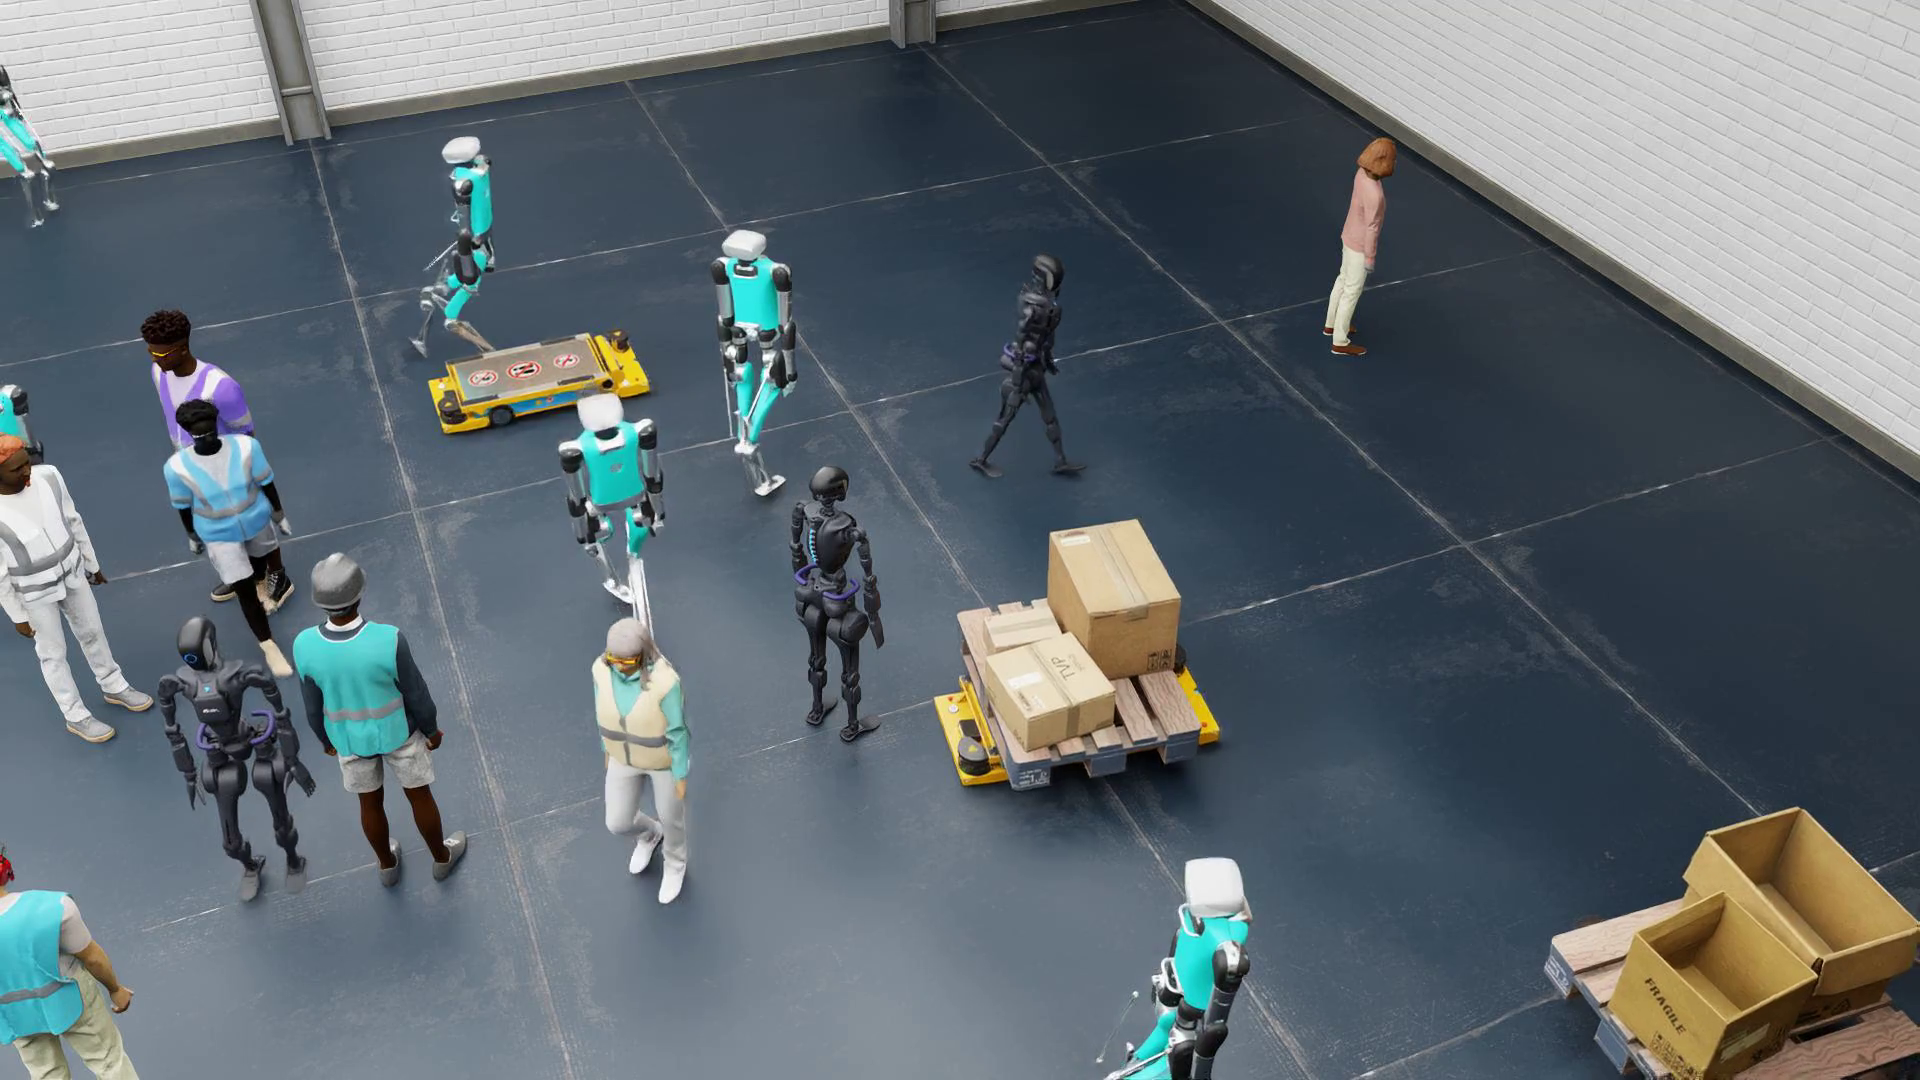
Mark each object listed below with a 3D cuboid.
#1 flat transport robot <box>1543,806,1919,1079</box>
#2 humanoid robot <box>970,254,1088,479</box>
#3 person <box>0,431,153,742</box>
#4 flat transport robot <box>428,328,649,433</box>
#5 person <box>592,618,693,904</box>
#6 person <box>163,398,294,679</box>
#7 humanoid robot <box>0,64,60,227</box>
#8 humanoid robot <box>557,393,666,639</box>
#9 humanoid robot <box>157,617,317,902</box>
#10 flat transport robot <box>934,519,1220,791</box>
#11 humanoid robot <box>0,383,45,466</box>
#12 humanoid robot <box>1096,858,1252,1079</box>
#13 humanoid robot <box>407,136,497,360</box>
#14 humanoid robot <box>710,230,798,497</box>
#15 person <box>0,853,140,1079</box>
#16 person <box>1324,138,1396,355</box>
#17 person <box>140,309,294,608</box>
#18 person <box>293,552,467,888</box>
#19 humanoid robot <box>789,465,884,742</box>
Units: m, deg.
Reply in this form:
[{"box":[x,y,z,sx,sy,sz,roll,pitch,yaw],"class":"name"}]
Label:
[{"box":[3.376,2.216,7.389,0.659,0.231,1.431,-12,39,-15],"class":"flat transport robot"},{"box":[0.457,-1.090,10.574,0.811,1.604,0.609,15,40,19],"class":"humanoid robot"},{"box":[-4.715,0.236,8.648,0.361,1.880,0.573,15,40,18],"class":"person"},{"box":[-2.981,-1.129,11.743,1.431,0.231,0.659,-14,40,-18],"class":"flat transport robot"},{"box":[-1.459,1.026,7.768,0.465,1.696,0.433,9,38,11],"class":"person"},{"box":[-4.043,-0.095,9.267,0.534,1.663,0.868,-26,44,-29],"class":"person"},{"box":[-7.723,-3.413,13.532,0.790,1.793,0.531,14,40,17],"class":"humanoid robot"},{"box":[-1.972,-0.199,9.333,0.553,1.727,0.967,-17,41,-21],"class":"humanoid robot"},{"box":[-3.340,1.037,7.765,0.587,1.656,0.341,-6,38,-8],"class":"humanoid robot"},{"box":[0.629,0.938,9.053,1.431,0.231,0.659,-9,38,-11],"class":"flat transport robot"},{"box":[-5.448,-0.185,9.367,0.713,1.863,0.537,15,40,18],"class":"humanoid robot"},{"box":[0.708,1.983,6.567,0.730,1.877,0.539,-4,38,-6],"class":"humanoid robot"},{"box":[-3.652,-1.962,11.636,0.957,1.777,0.559,2,38,3],"class":"humanoid robot"},{"box":[-1.340,-0.930,10.369,0.575,1.889,0.783,12,39,16],"class":"humanoid robot"},{"box":[-3.613,1.845,6.577,0.562,1.847,0.389,-9,39,-12],"class":"person"},{"box":[2.876,-2.109,11.906,0.285,1.625,0.494,-1,38,-1],"class":"person"},{"box":[-4.234,-0.438,9.452,0.612,1.963,0.361,16,40,20],"class":"person"},{"box":[-2.722,0.883,7.754,0.569,1.938,0.416,-4,38,-5],"class":"person"},{"box":[-0.666,0.316,8.695,0.599,1.657,0.315,26,44,29],"class":"humanoid robot"}]
